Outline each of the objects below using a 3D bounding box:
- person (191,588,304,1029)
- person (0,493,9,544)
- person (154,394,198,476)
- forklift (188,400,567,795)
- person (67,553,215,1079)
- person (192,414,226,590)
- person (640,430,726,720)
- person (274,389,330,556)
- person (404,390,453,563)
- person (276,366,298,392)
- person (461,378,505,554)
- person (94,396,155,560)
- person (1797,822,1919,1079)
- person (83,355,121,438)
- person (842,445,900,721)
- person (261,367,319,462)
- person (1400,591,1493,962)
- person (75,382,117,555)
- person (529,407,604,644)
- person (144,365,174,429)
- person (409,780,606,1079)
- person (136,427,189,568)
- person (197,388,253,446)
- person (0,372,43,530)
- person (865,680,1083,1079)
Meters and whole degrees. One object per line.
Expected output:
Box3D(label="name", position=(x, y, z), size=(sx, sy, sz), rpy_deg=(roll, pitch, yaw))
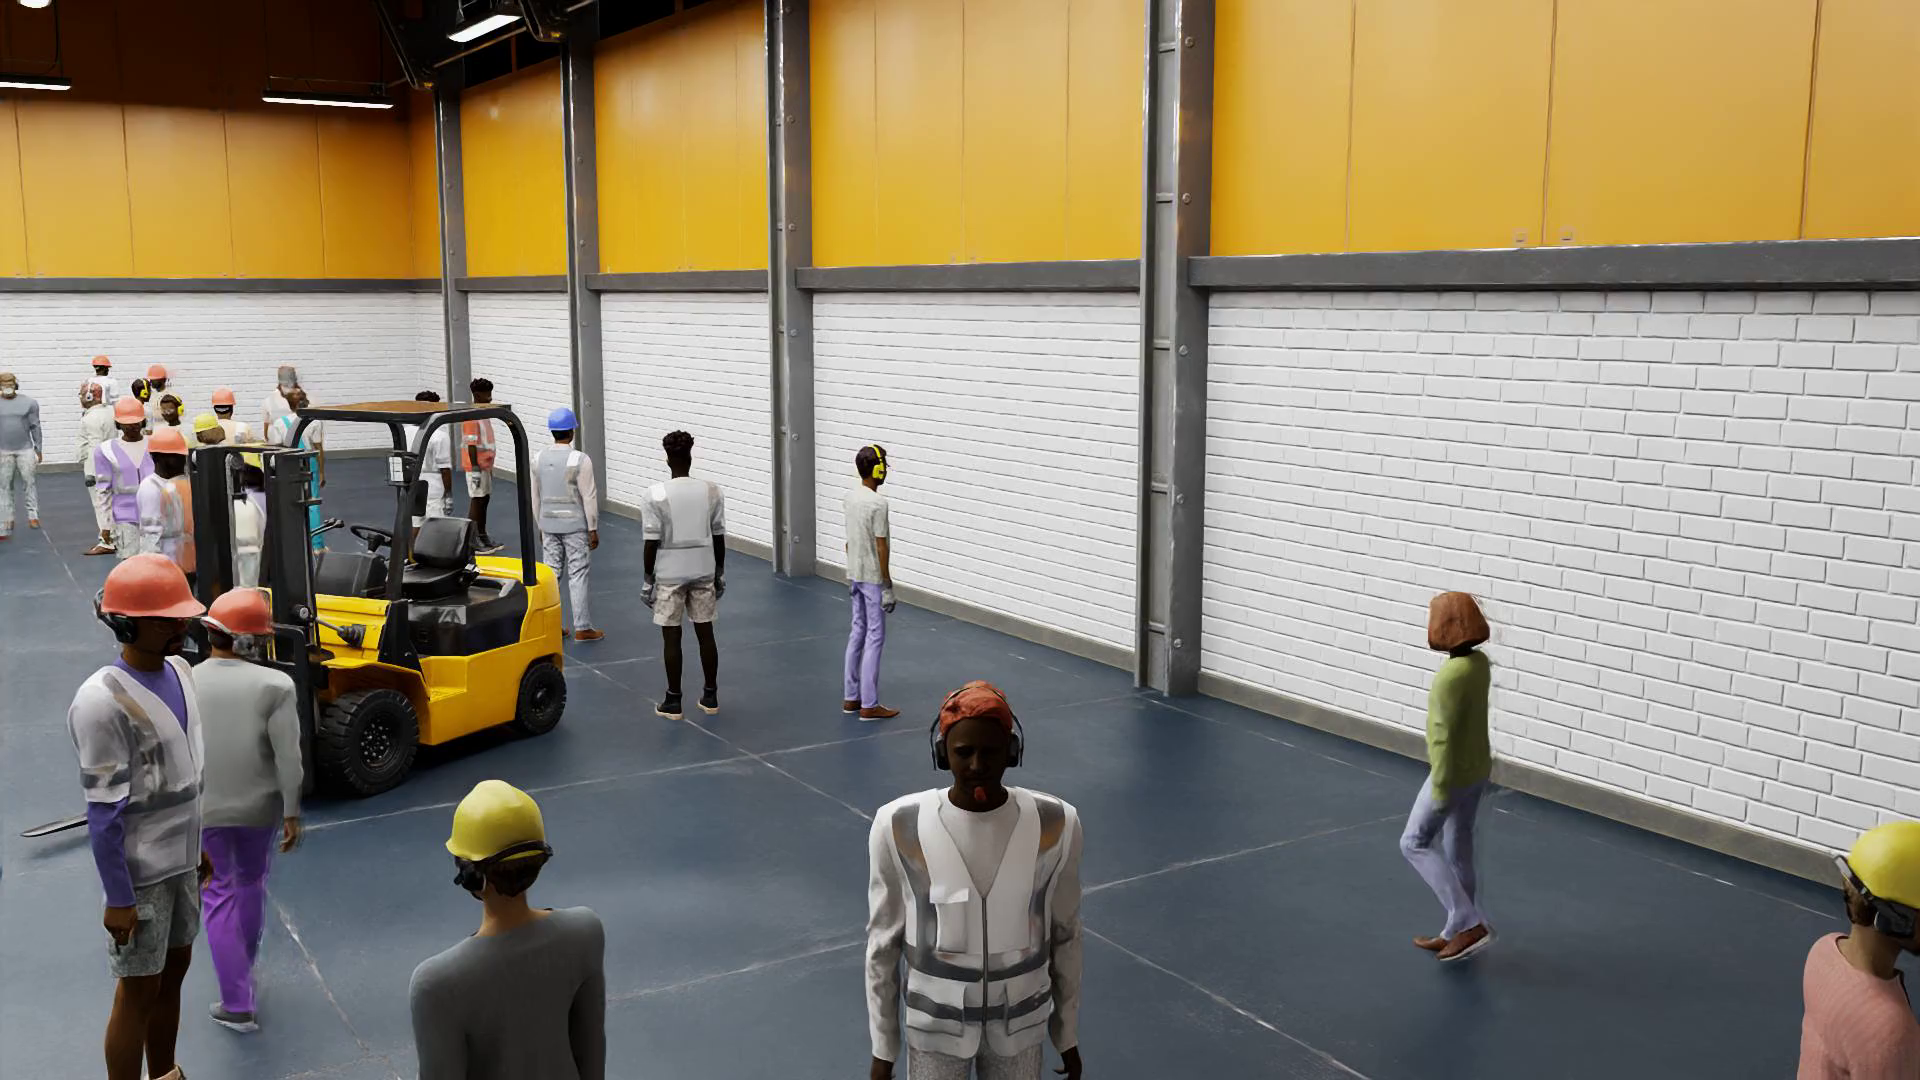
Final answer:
Box3D(label="person", position=(-2.917, 1.045, 6.648), size=(0.538, 1.713, 0.634), rpy_deg=(-4, 9, -26))
Box3D(label="person", position=(-11.316, -0.881, 18.962), size=(0.768, 1.910, 0.648), rpy_deg=(-1, 9, -8))
Box3D(label="person", position=(-7.988, -0.564, 17.020), size=(0.511, 1.862, 0.325), rpy_deg=(1, 8, 5))
Box3D(label="forklift", position=(-3.529, 0.258, 10.348), size=(1.214, 2.155, 2.313), rpy_deg=(4, 9, 25))
Box3D(label="person", position=(-2.637, 1.052, 5.507), size=(0.391, 2.041, 0.615), rpy_deg=(0, 8, -1))
Box3D(label="person", position=(-7.176, -0.348, 15.974), size=(0.484, 1.737, 0.305), rpy_deg=(8, 11, 42))
Box3D(label="person", position=(-1.877, 0.232, 11.292), size=(0.612, 1.962, 0.361), rpy_deg=(-5, 10, -31))
Box3D(label="person", position=(-7.208, -0.730, 18.193), size=(0.506, 1.843, 0.350), rpy_deg=(-1, 8, -4))
Box3D(label="person", position=(-5.127, -0.463, 16.021), size=(0.599, 1.958, 0.378), rpy_deg=(4, 9, 22))
Box3D(label="person", position=(-9.291, -1.467, 23.014), size=(0.337, 1.882, 0.584), rpy_deg=(-5, 10, -31))
Box3D(label="person", position=(-5.311, -0.819, 18.430), size=(0.387, 1.954, 0.609), rpy_deg=(0, 8, -2))
Box3D(label="person", position=(-6.879, -0.189, 13.941), size=(0.612, 2.029, 0.409), rpy_deg=(-6, 10, -33))
Box3D(label="person", position=(1.994, 1.468, 3.676), size=(0.342, 1.754, 0.530), rpy_deg=(2, 9, 14))
Box3D(label="person", position=(-13.183, -1.877, 25.621), size=(0.544, 1.933, 0.376), rpy_deg=(0, 8, 0))
Box3D(label="person", position=(-0.609, 0.287, 11.279), size=(0.312, 1.861, 0.518), rpy_deg=(-6, 10, -34))
Box3D(label="person", position=(-8.334, -1.211, 20.766), size=(0.678, 2.000, 0.985), rpy_deg=(-3, 9, -21))
Box3D(label="person", position=(2.100, 1.021, 7.153), size=(0.337, 1.623, 0.501), rpy_deg=(7, 11, 39))
Box3D(label="person", position=(-9.539, -0.790, 18.374), size=(0.407, 1.910, 0.638), rpy_deg=(-2, 9, -14))
Box3D(label="person", position=(-3.238, -0.114, 13.673), size=(0.605, 1.951, 0.380), rpy_deg=(3, 9, 21))
Box3D(label="person", position=(-10.836, -1.437, 22.700), size=(0.574, 1.917, 0.503), rpy_deg=(7, 11, 41))
Box3D(label="person", position=(-1.050, 1.429, 3.895), size=(0.315, 1.768, 0.526), rpy_deg=(6, 11, 37))
Box3D(label="person", position=(-5.641, 0.159, 11.907), size=(0.388, 1.930, 0.544), rpy_deg=(-1, 9, -7))
Box3D(label="person", position=(-7.389, -0.567, 16.819), size=(0.551, 1.934, 0.381), rpy_deg=(-1, 8, -7))
Box3D(label="person", position=(-11.537, -1.082, 20.284), size=(0.636, 1.931, 0.377), rpy_deg=(-5, 10, -31))
Box3D(label="person", position=(0.041, 1.299, 4.378), size=(0.580, 1.883, 0.352), rpy_deg=(-1, 9, -8))
